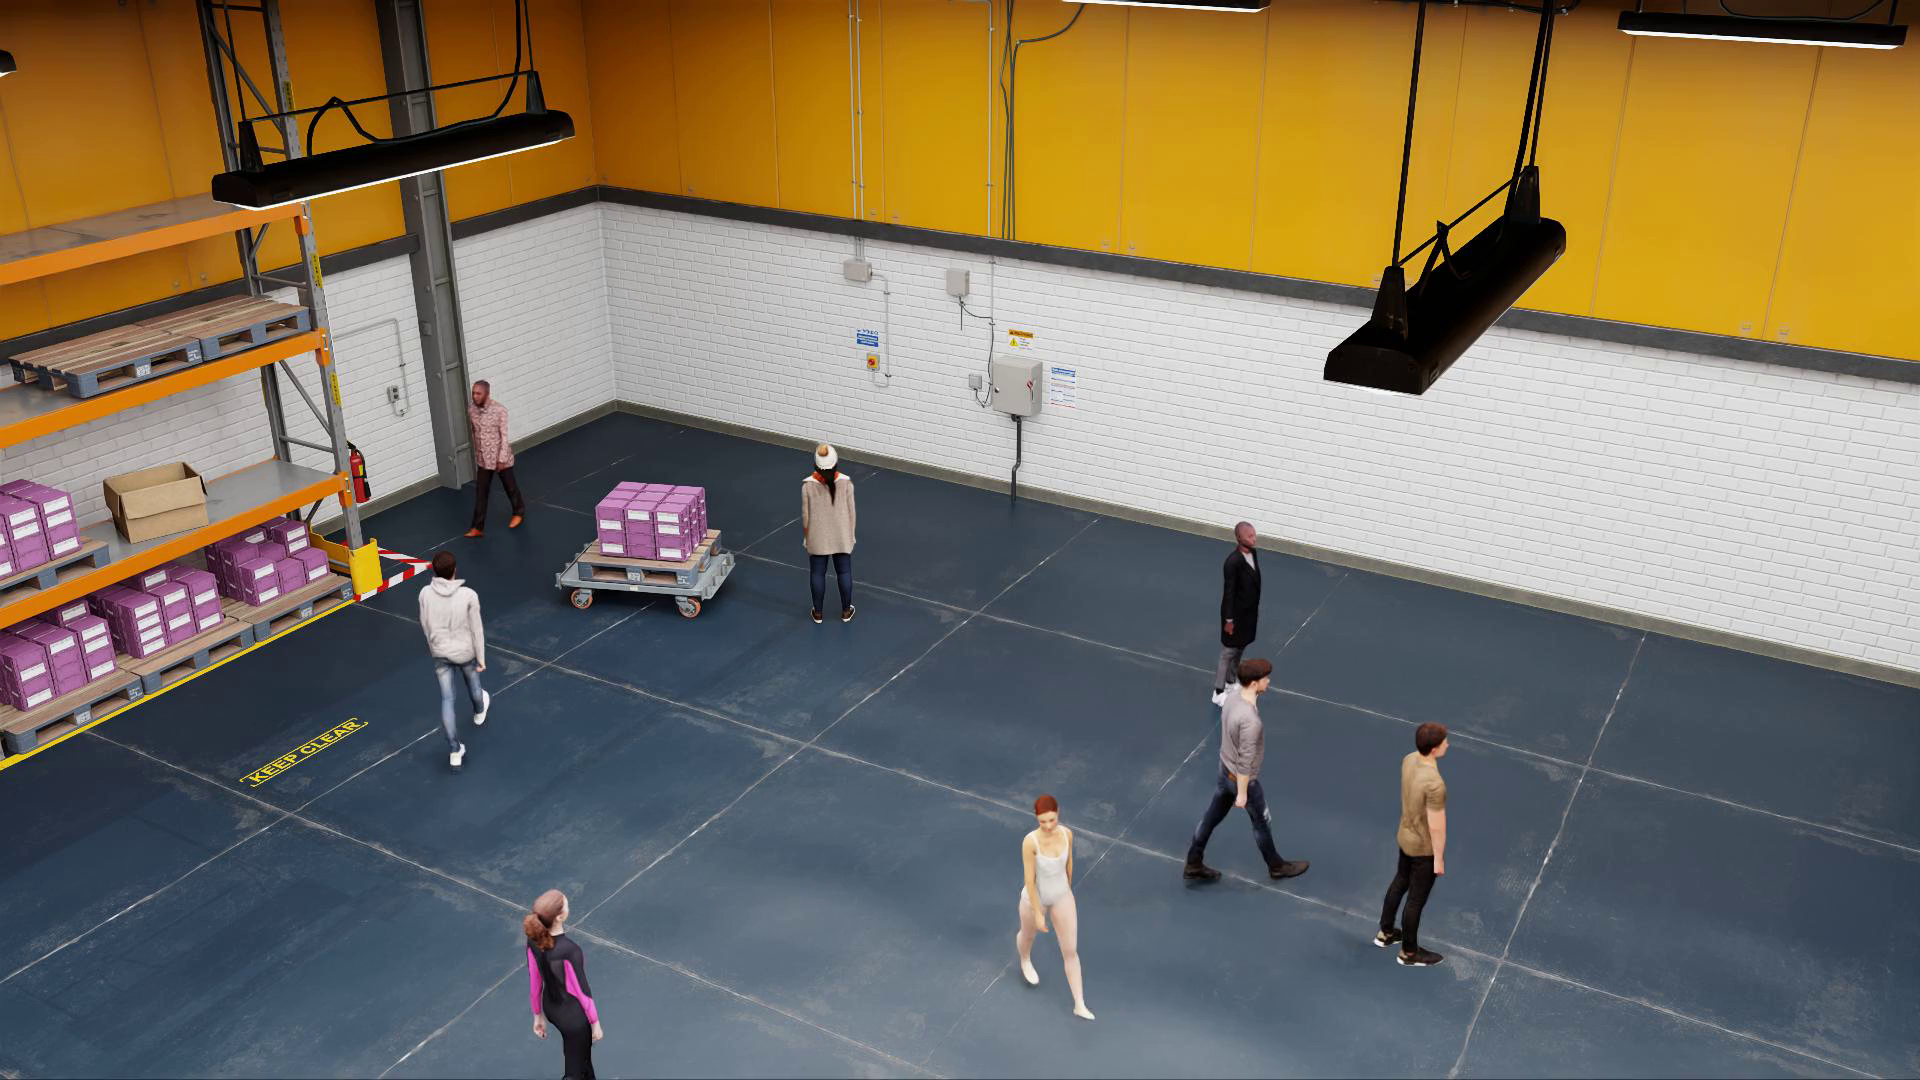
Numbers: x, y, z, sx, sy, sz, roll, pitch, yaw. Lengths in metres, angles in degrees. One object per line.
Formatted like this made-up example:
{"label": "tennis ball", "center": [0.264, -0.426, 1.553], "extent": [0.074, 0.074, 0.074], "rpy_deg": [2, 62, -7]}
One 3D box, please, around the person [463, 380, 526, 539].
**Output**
{"label": "person", "center": [-5.115, -0.925, 18.457], "extent": [0.872, 1.763, 1.218], "rpy_deg": [7, 24, 15]}

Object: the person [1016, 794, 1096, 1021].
{"label": "person", "center": [0.523, 2.369, 11.128], "extent": [1.049, 1.597, 1.006], "rpy_deg": [-11, 26, -23]}

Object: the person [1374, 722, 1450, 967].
{"label": "person", "center": [3.147, 2.076, 11.475], "extent": [0.847, 1.855, 0.774], "rpy_deg": [-4, 24, -9]}

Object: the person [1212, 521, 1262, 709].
{"label": "person", "center": [2.479, 0.642, 14.875], "extent": [0.729, 1.761, 0.522], "rpy_deg": [17, 29, 33]}

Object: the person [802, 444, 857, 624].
{"label": "person", "center": [-1.291, -0.082, 16.369], "extent": [0.814, 1.890, 0.850], "rpy_deg": [-2, 24, -4]}

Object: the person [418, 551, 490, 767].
{"label": "person", "center": [-4.276, 1.020, 13.961], "extent": [1.178, 1.800, 1.342], "rpy_deg": [-3, 24, -6]}

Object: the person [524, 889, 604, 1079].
{"label": "person", "center": [-2.374, 2.870, 9.821], "extent": [0.575, 1.726, 1.088], "rpy_deg": [13, 27, 28]}

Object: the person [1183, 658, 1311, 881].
{"label": "person", "center": [1.968, 1.742, 12.232], "extent": [1.217, 1.862, 1.223], "rpy_deg": [-3, 24, -8]}
